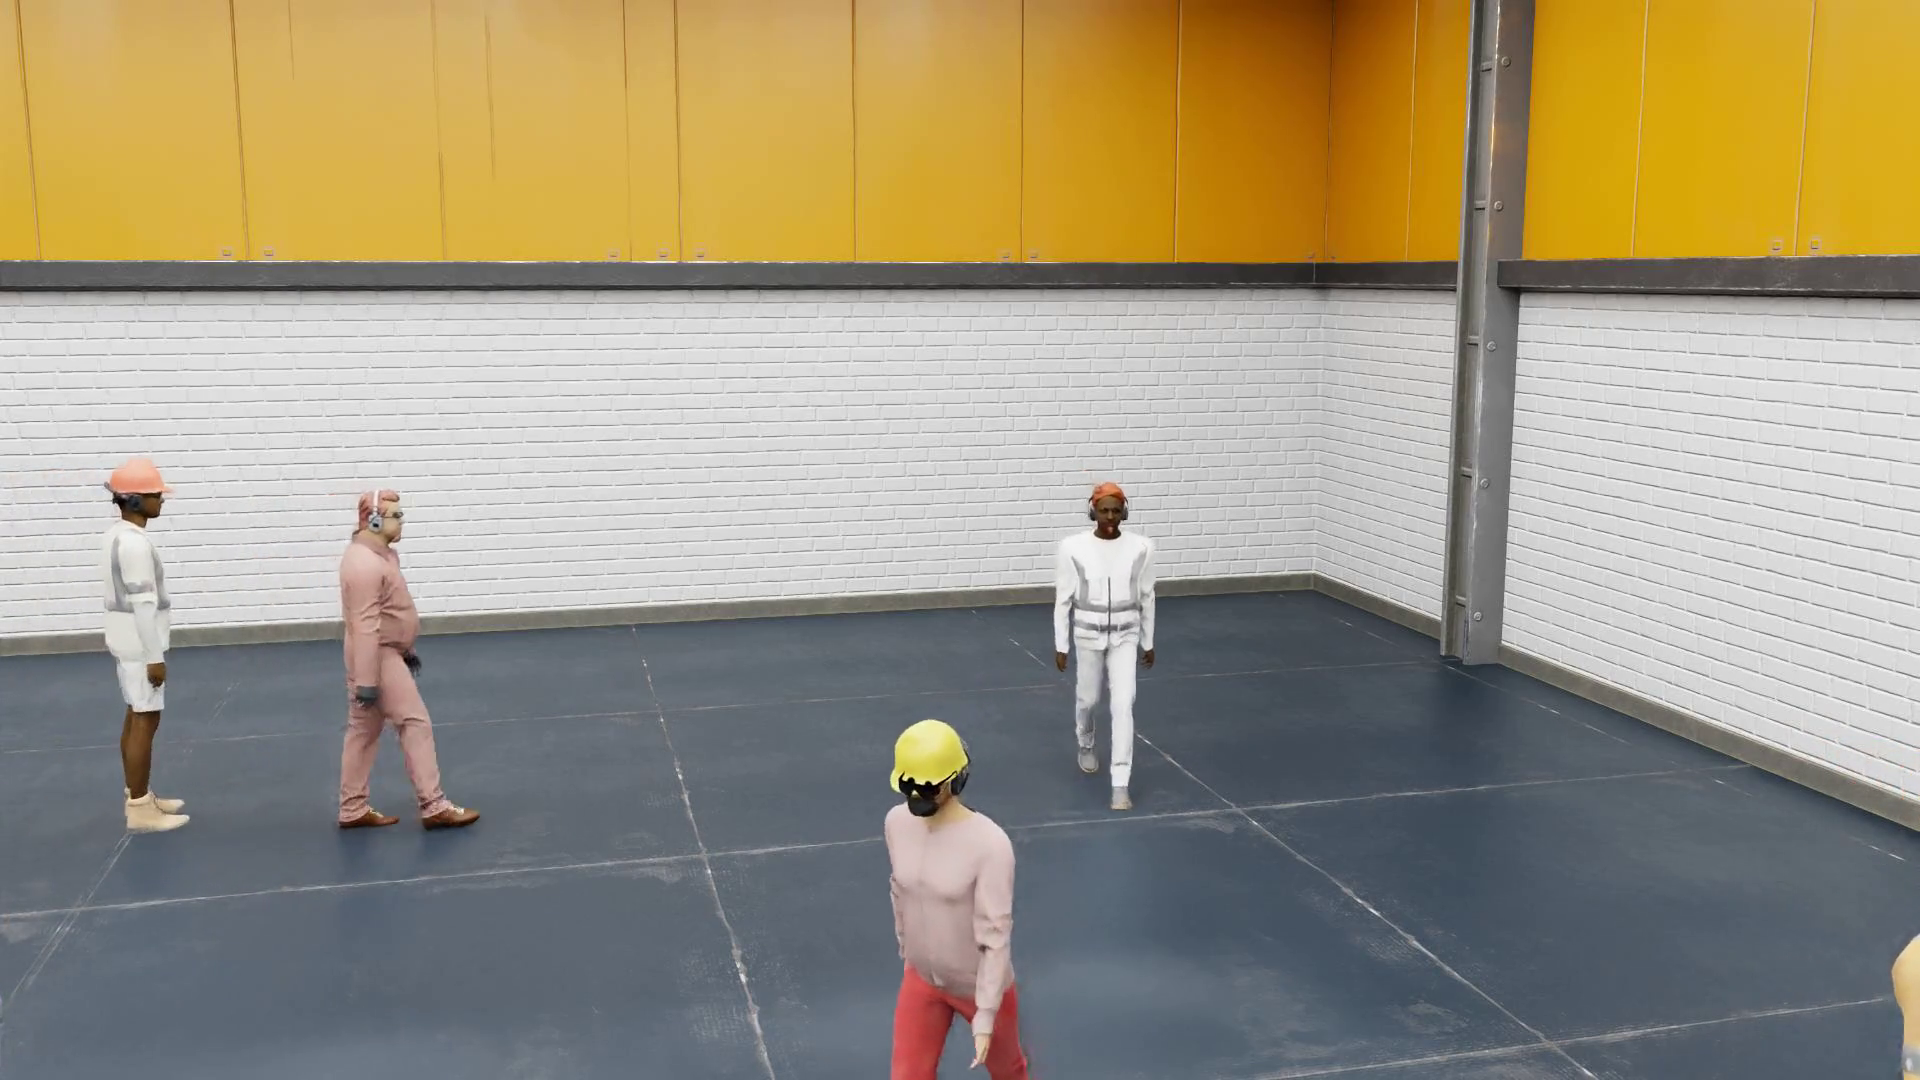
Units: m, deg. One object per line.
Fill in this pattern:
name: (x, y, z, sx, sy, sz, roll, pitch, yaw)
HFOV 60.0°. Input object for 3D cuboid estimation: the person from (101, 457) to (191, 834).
person: (-4.443, 0.566, 9.090, 0.394, 2.042, 0.612, -6, 11, -35)

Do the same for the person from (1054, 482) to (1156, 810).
person: (0.841, 0.562, 9.751, 0.589, 1.850, 0.936, 0, 9, 0)

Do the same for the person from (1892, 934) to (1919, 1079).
person: (2.400, 1.497, 3.723, 0.560, 1.899, 0.889, 0, 9, -3)

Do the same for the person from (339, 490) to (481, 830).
person: (-3.020, 0.657, 9.046, 0.846, 1.878, 0.648, -4, 10, -22)

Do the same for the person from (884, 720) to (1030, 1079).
person: (-0.017, 1.366, 5.146, 0.537, 1.699, 0.945, 6, 11, 35)

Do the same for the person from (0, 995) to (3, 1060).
person: (-2.566, 1.465, 4.111, 0.564, 1.838, 0.395, 5, 10, 28)
